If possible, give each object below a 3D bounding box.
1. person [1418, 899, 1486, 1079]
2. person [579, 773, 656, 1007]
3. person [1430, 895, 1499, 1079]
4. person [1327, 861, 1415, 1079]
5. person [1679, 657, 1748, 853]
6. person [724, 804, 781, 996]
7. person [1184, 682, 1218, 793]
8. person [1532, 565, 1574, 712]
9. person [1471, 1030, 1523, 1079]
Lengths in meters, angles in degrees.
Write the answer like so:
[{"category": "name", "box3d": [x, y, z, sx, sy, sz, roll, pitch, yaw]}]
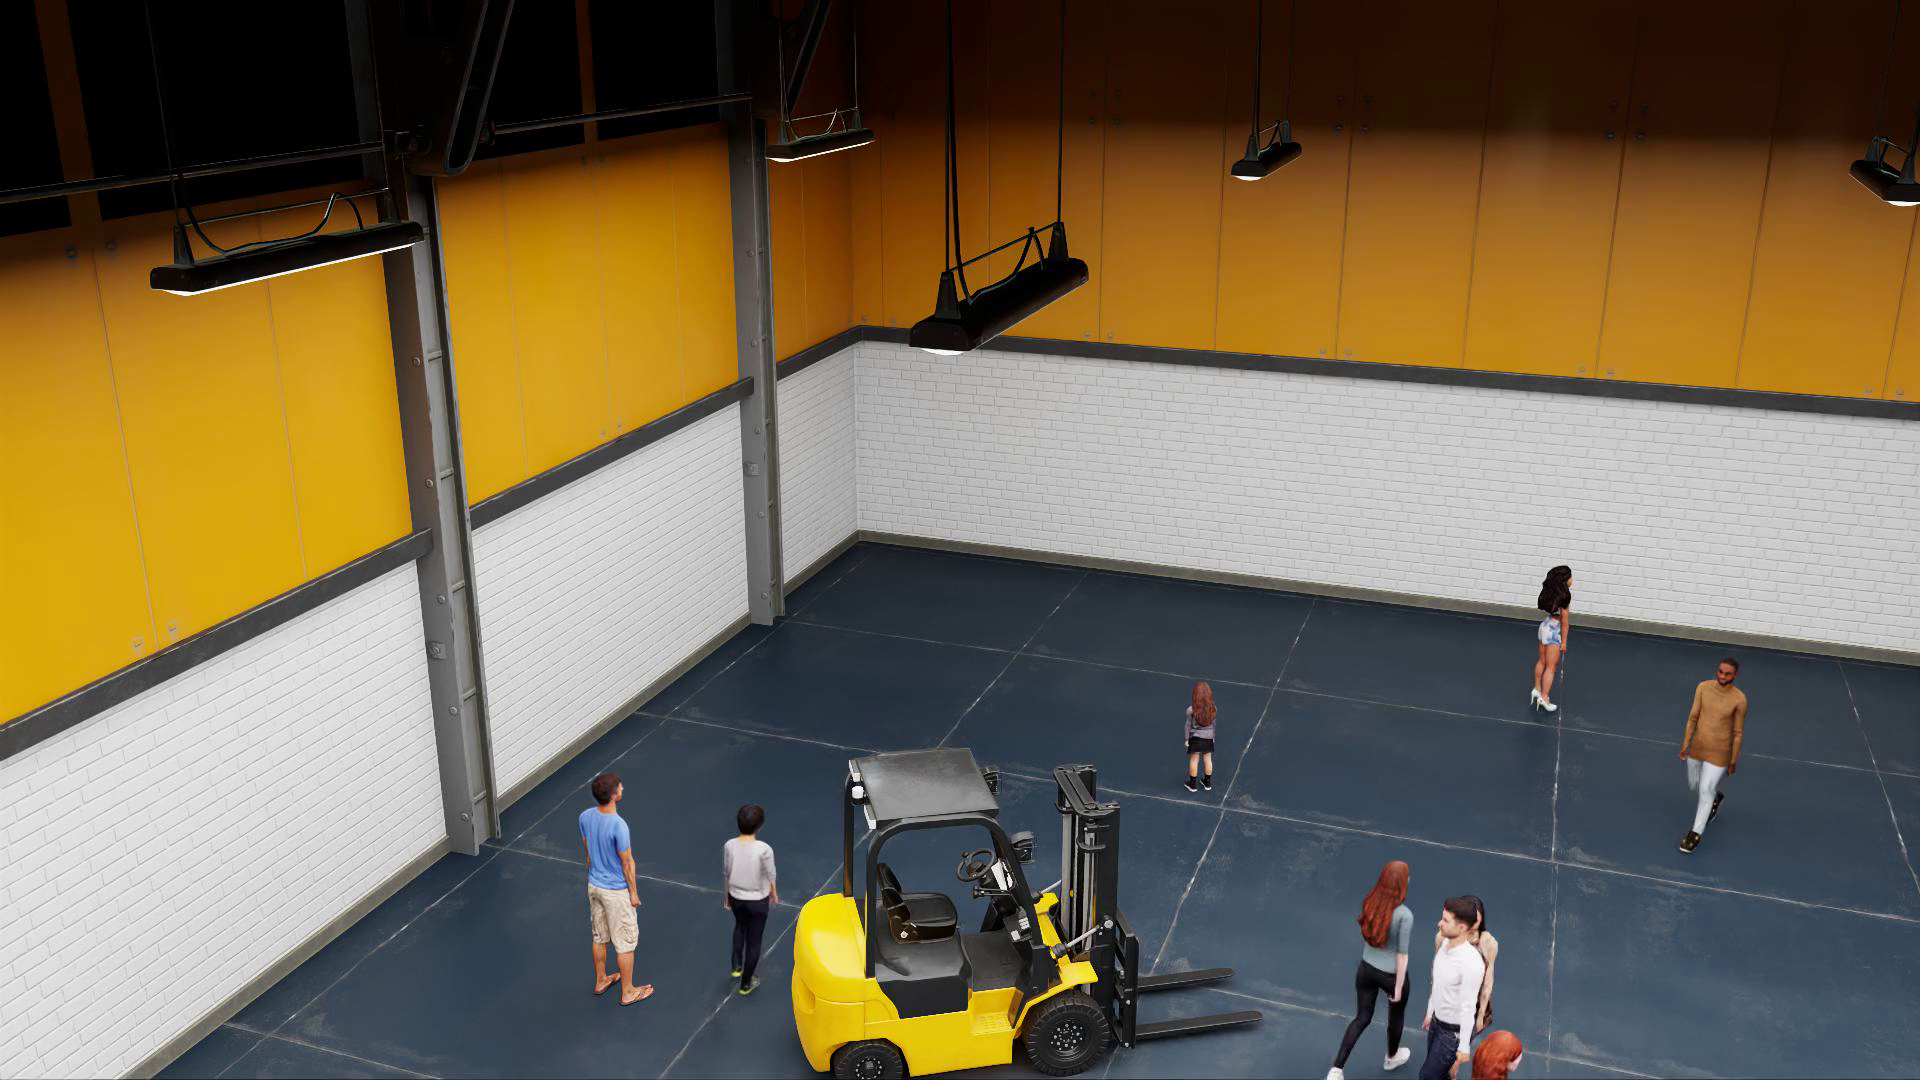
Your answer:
[{"category": "person", "box3d": [3.328, 3.213, 10.976, 0.810, 1.849, 0.746, -1, 19, -2]}, {"category": "person", "box3d": [-2.660, 2.637, 12.666, 0.701, 1.862, 0.640, 13, 22, 33]}, {"category": "person", "box3d": [3.416, 3.153, 11.350, 0.723, 1.724, 1.251, 4, 19, 11]}, {"category": "person", "box3d": [2.879, 3.079, 11.595, 1.199, 1.708, 0.945, -15, 24, -38]}, {"category": "person", "box3d": [6.797, 1.883, 15.006, 1.187, 1.797, 0.989, -15, 24, -38]}, {"category": "person", "box3d": [-1.641, 2.788, 12.734, 0.559, 1.532, 0.581, 6, 19, 16]}, {"category": "person", "box3d": [2.330, 1.890, 16.071, 0.534, 1.105, 0.573, -5, 19, -15]}, {"category": "person", "box3d": [6.334, 1.036, 17.797, 0.706, 1.621, 0.624, -2, 19, -6]}, {"category": "person", "box3d": [2.942, 3.669, 9.767, 0.730, 1.757, 0.658, 1, 19, 3]}]
